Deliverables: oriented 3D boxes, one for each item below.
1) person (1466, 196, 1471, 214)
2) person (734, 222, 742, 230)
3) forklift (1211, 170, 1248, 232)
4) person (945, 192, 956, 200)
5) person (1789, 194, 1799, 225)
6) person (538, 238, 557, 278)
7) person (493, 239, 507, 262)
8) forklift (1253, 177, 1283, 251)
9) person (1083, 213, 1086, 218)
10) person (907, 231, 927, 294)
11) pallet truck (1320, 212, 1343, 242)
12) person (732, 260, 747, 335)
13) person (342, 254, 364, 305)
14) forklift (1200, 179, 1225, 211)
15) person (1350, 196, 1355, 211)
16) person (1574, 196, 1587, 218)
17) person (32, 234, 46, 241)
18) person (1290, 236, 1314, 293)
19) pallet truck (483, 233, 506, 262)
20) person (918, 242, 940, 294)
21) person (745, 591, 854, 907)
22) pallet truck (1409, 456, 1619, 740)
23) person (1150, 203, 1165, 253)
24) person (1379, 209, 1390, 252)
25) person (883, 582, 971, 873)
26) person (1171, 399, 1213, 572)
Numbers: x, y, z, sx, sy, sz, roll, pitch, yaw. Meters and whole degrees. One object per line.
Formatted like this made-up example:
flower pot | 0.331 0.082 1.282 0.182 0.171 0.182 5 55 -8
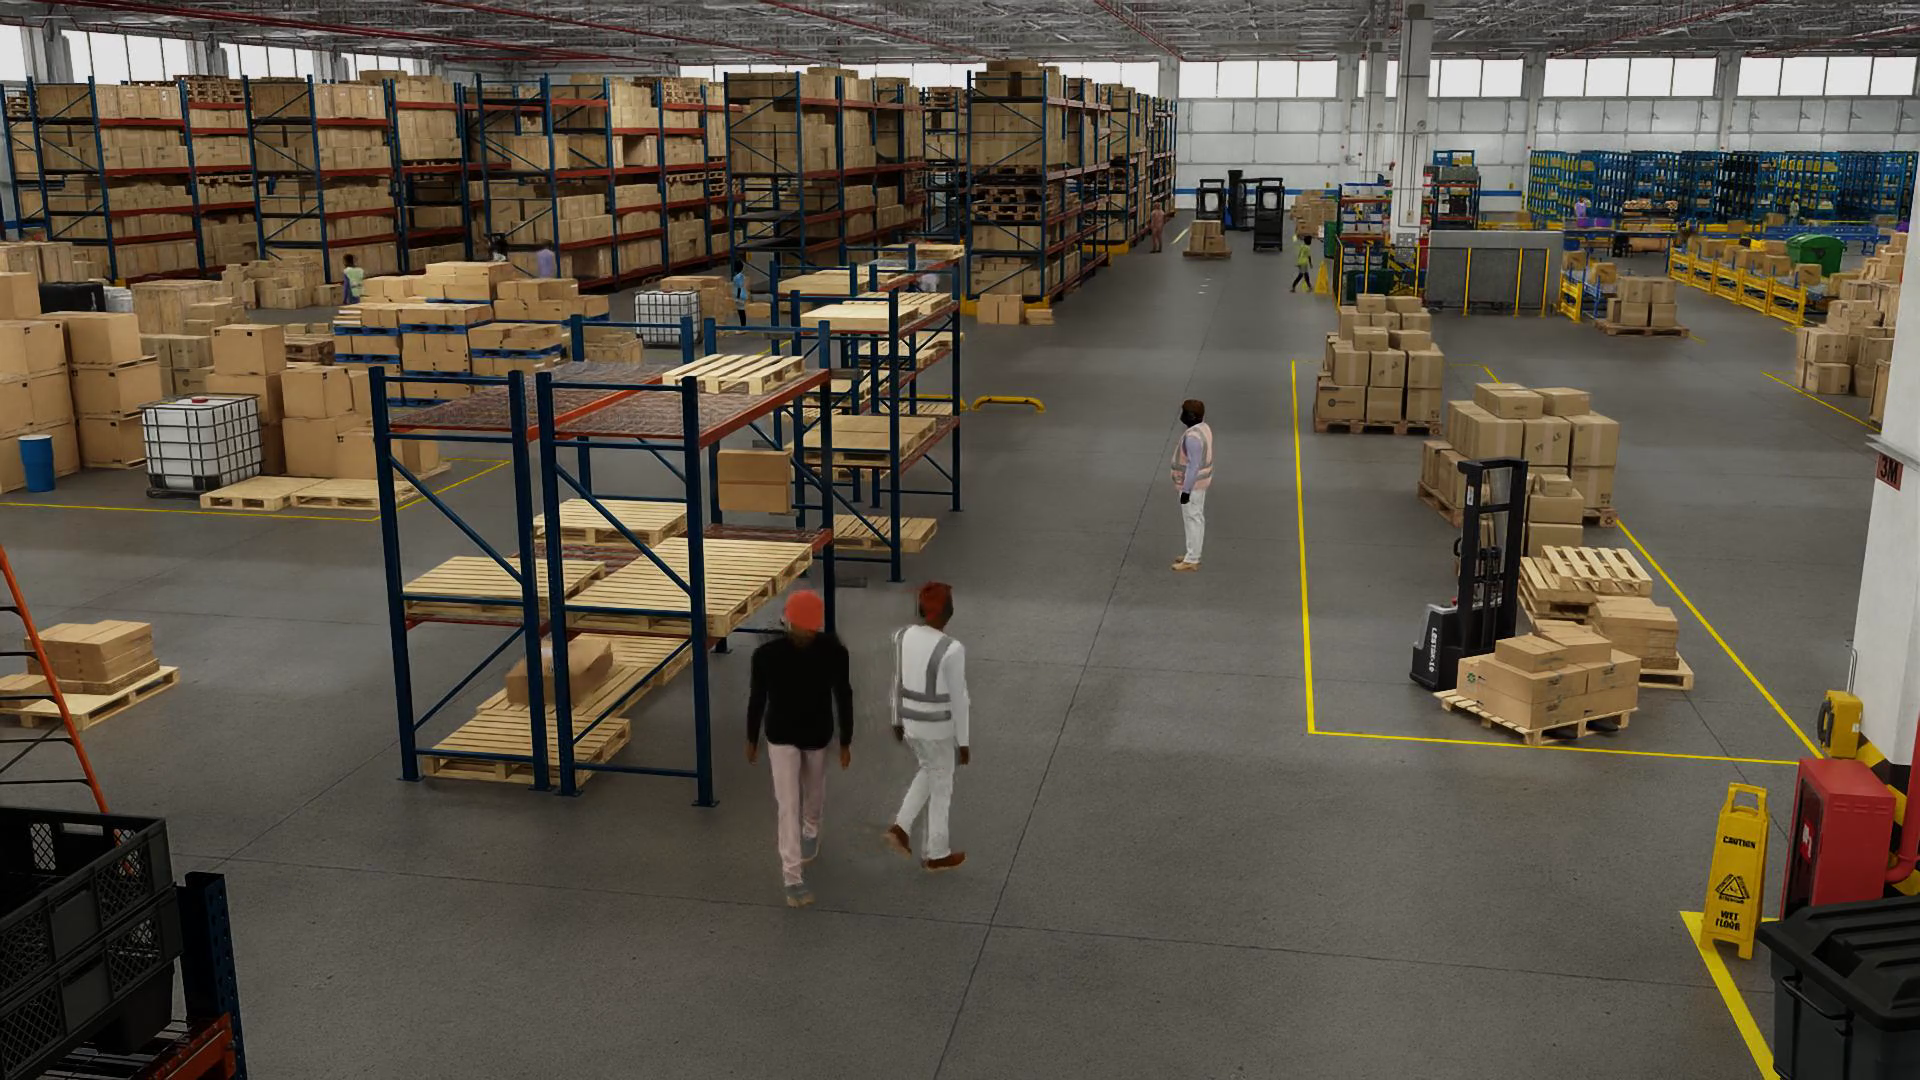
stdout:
person | 22.120 -14.207 73.044 0.599 1.830 0.404 5 15 19
person | -9.189 -13.213 69.188 0.556 1.731 0.813 2 14 7
forklift | 12.724 -15.775 77.252 1.873 2.768 1.129 9 16 31
person | -0.544 -18.961 92.418 0.604 1.799 0.609 -1 14 -6
person | 37.385 -14.576 74.545 0.403 1.828 0.597 11 18 38
person | -10.579 -6.759 42.627 0.478 1.921 0.640 -12 18 -41
person | -11.686 -6.640 42.086 0.642 1.943 0.632 1 14 6
forklift | 12.083 -12.747 64.956 1.129 2.768 1.873 3 14 10
person | 5.782 -15.449 77.924 0.408 1.913 0.642 -9 16 -31
person | -1.207 -7.690 46.523 0.656 1.874 0.924 5 15 18
pallet truck | 15.874 -13.227 70.310 0.680 1.201 1.601 10 17 35
person | -5.076 -5.579 38.288 0.316 1.697 0.540 0 14 0
person | -13.684 -5.548 37.765 0.610 1.892 0.654 5 15 19
forklift | 9.521 -12.278 63.053 1.129 2.768 1.873 3 14 10
person | 20.655 -17.769 87.711 0.485 1.735 0.347 -11 18 -37
person | 26.914 -14.011 72.224 0.570 1.840 0.372 -3 14 -11
person | -24.375 -7.090 43.896 0.848 1.955 0.633 -3 14 -12
person | 9.950 -7.986 48.194 0.837 1.653 0.535 -2 14 -8
pallet truck | -11.832 -7.026 43.548 1.885 1.965 0.823 8 16 28
person | -0.776 -6.492 41.593 0.561 1.910 0.918 -1 14 -4
person | -0.995 1.204 10.282 0.663 1.936 1.048 -3 14 -10
pallet truck | 4.504 0.400 13.395 0.823 1.965 1.885 -6 15 -23
person | 7.554 -12.016 64.003 0.638 1.904 0.402 -9 17 -33
person | 16.512 -12.032 64.577 0.895 1.647 0.545 -11 18 -38
person | -0.209 1.192 10.447 0.494 1.866 0.663 -12 18 -41
person | 2.456 -0.585 17.716 0.429 1.845 0.621 4 14 17
